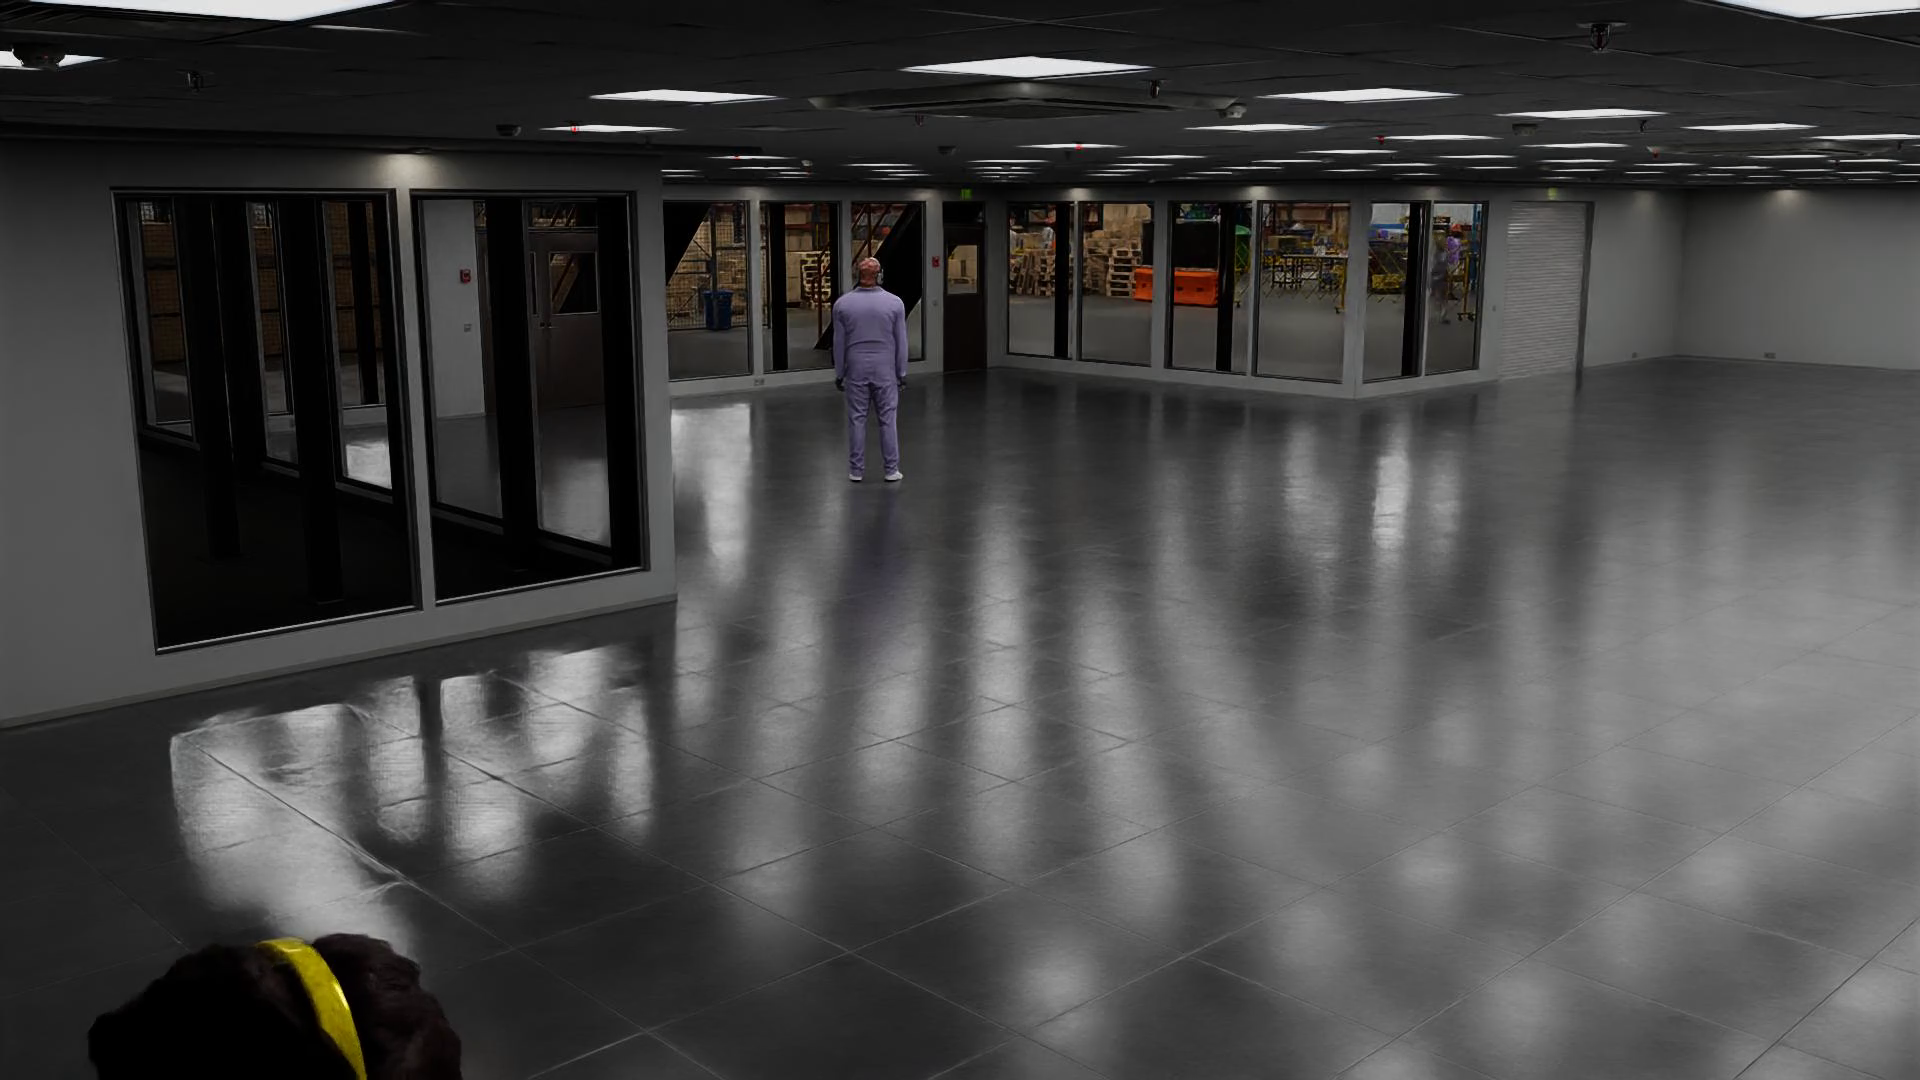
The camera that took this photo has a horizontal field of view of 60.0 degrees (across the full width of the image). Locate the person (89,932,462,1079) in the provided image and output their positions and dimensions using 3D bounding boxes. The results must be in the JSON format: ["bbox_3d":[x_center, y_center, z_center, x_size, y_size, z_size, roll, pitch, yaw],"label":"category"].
[{"bbox_3d":[-0.447,1.166,1.217,0.328,1.876,0.513,-10,15,-41],"label":"person"}]

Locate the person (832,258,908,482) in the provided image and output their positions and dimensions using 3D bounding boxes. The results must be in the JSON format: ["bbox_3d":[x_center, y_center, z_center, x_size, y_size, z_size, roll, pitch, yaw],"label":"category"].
[{"bbox_3d":[-0.755,-1.437,14.165,0.638,1.909,0.408,1,11,3],"label":"person"}]
